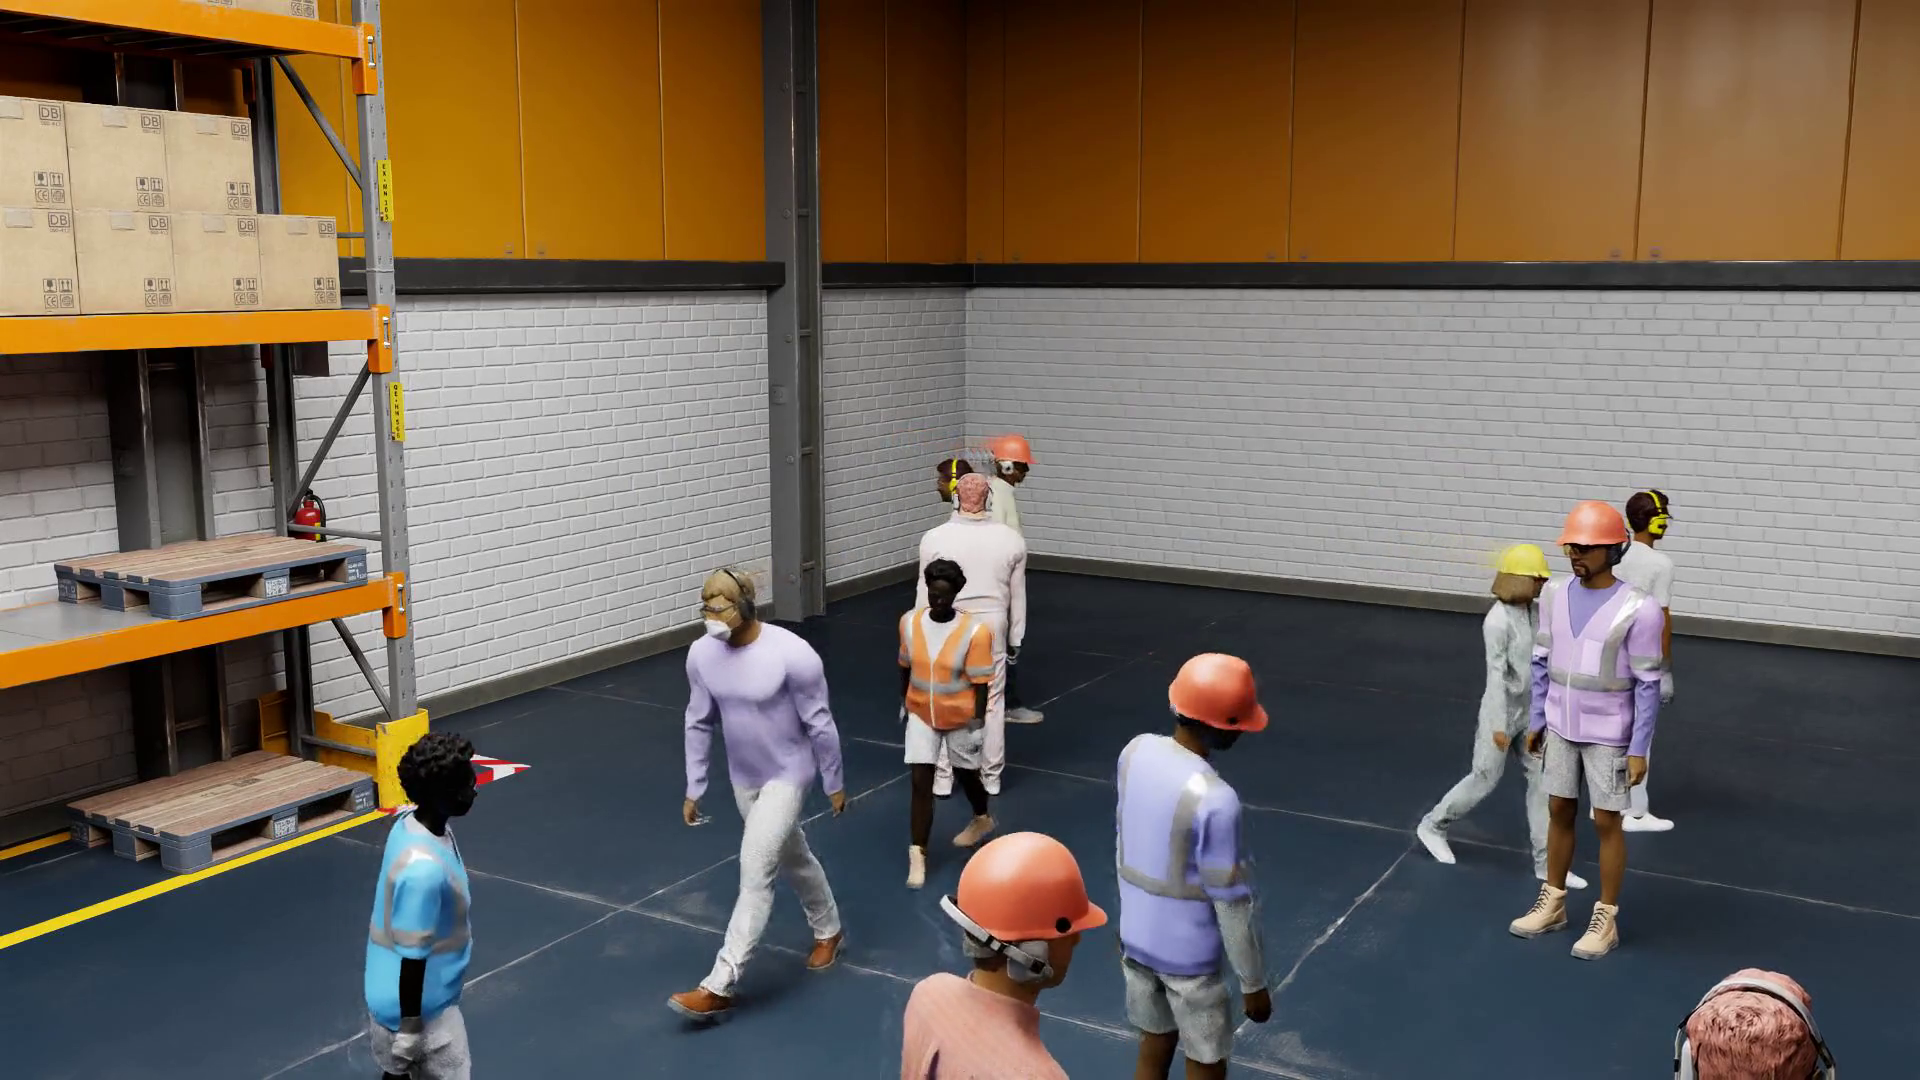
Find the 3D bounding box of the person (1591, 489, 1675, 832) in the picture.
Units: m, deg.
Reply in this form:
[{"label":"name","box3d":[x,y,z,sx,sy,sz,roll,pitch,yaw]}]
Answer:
[{"label":"person","box3d":[3.691,0.653,9.078,0.322,1.871,0.521,-4,10,-21]}]

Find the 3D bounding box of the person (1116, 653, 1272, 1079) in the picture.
[{"label":"person","box3d":[0.681,1.267,5.184,0.448,1.896,0.592,-5,11,-30]}]

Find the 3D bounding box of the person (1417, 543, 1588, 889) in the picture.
[{"label":"person","box3d":[2.733,0.847,8.347,0.489,1.708,0.837,-8,12,-42]}]

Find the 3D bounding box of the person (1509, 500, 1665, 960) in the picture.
[{"label":"person","box3d":[2.781,0.837,7.390,0.393,2.044,0.609,-6,11,-33]}]

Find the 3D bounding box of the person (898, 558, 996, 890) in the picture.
[{"label":"person","box3d":[-0.066,0.868,8.441,0.566,1.643,0.840,3,10,20]}]

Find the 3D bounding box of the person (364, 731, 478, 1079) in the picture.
[{"label":"person","box3d":[-1.744,1.397,5.078,0.612,1.664,0.547,-4,10,-21]}]

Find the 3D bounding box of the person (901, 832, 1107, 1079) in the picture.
[{"label":"person","box3d":[0.118,1.534,3.369,1.046,1.937,0.649,-4,10,-21]}]

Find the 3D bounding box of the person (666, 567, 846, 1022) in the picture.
[{"label":"person","box3d":[-0.827,1.009,6.930,0.632,1.849,1.104,6,11,35]}]

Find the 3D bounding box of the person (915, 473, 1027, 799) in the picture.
[{"label":"person","box3d":[0.058,0.560,9.618,0.656,1.898,0.399,-2,9,-13]}]

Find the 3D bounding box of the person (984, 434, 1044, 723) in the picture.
[{"label":"person","box3d":[0.200,0.261,11.230,0.687,1.968,0.618,1,9,9]}]

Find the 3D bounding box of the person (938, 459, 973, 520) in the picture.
[{"label":"person","box3d":[0.011,0.400,10.710,0.356,1.857,0.541,3,10,20]}]

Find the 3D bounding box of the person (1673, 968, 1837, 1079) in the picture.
[{"label":"person","box3d":[1.273,1.646,2.812,0.635,1.900,0.402,6,11,33]}]
